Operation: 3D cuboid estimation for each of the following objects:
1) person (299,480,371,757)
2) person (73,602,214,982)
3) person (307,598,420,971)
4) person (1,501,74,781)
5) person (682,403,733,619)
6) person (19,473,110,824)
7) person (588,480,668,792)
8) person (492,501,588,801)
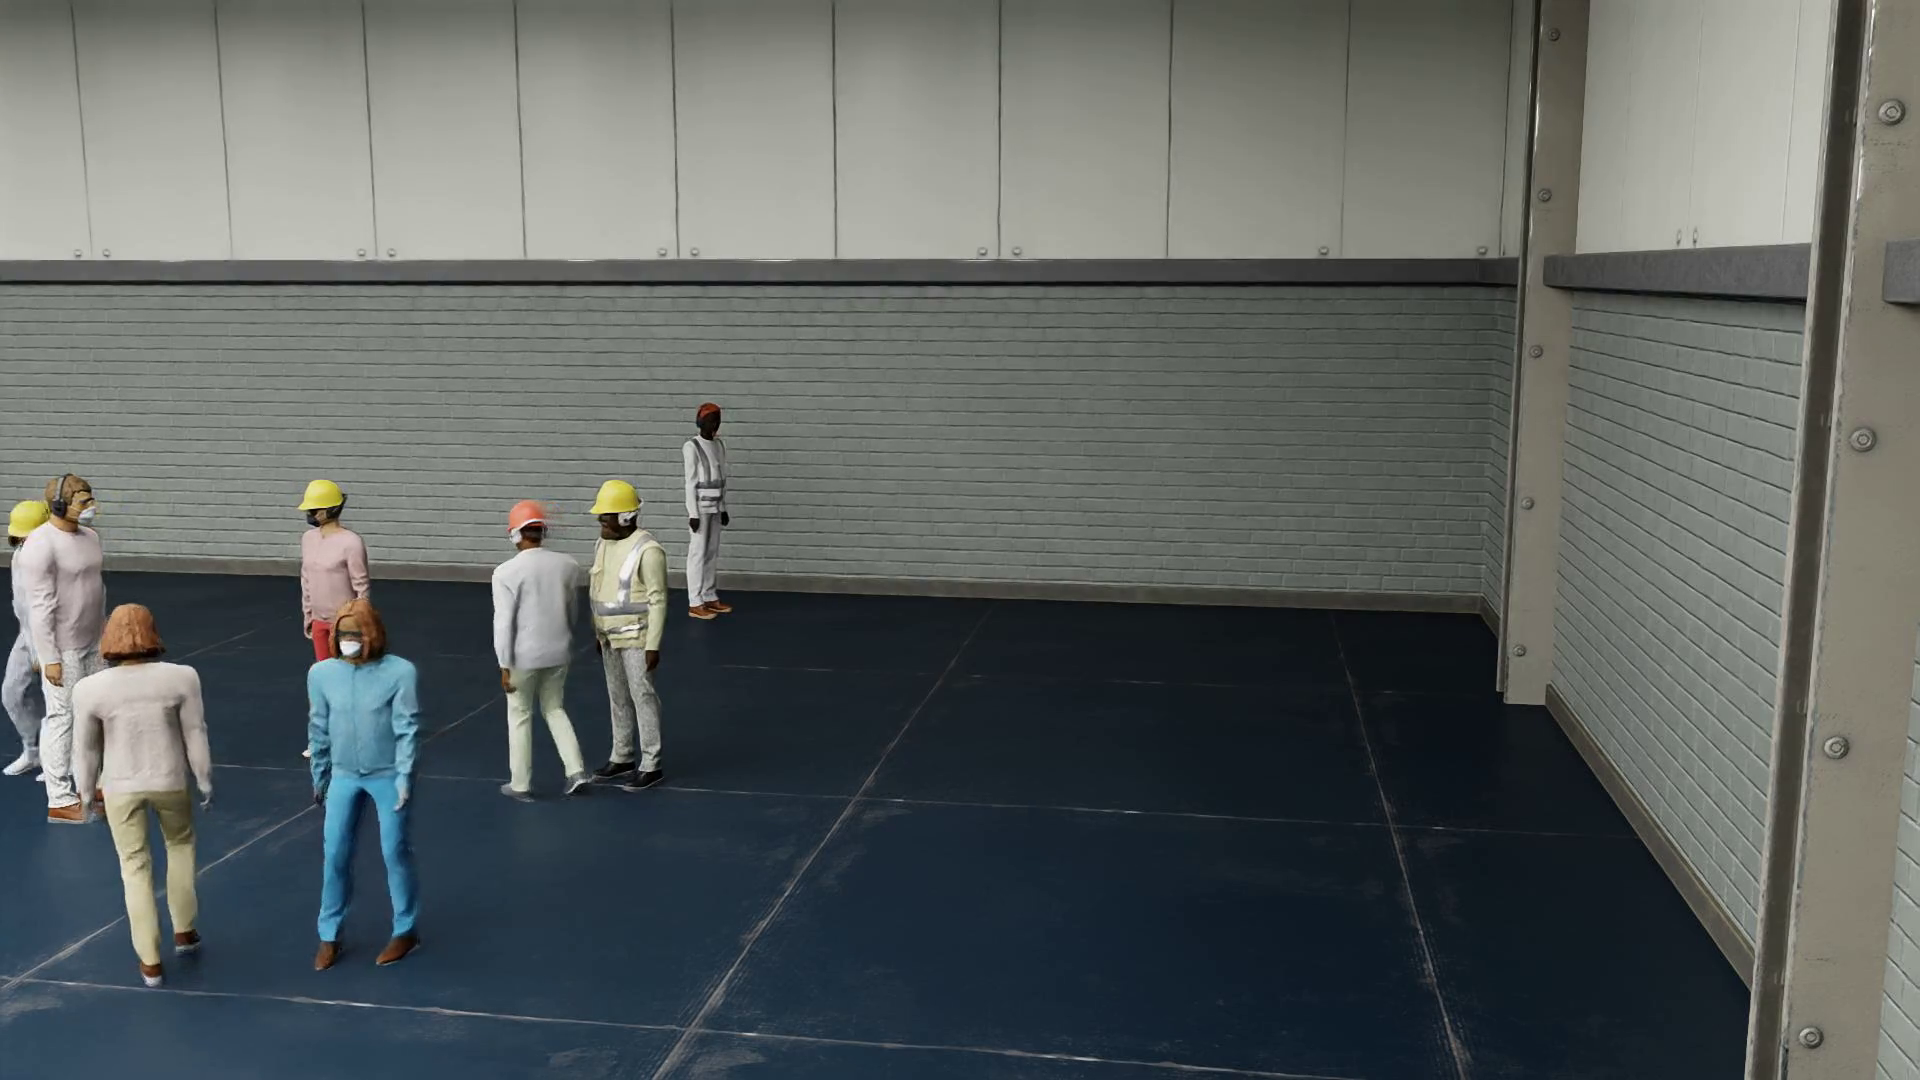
[{"bbox_3d":[-3.862,0.500,10.268,0.526,1.765,0.329,5,10,28],"label":"person"},{"bbox_3d":[-3.525,1.067,7.196,0.522,1.613,0.557,-5,10,-26],"label":"person"},{"bbox_3d":[-2.601,1.057,7.265,0.507,1.622,0.355,0,9,-2],"label":"person"},{"bbox_3d":[-5.449,0.605,9.810,0.552,1.703,0.483,6,11,32],"label":"person"},{"bbox_3d":[-2.217,-0.263,14.608,0.361,1.882,0.575,4,10,22],"label":"person"},{"bbox_3d":[-4.901,0.592,9.201,0.369,1.933,0.627,0,9,2],"label":"person"},{"bbox_3d":[-1.956,0.554,9.727,0.597,1.828,0.403,9,13,44],"label":"person"},{"bbox_3d":[-2.418,0.643,9.510,0.577,1.725,0.487,-9,13,-44],"label":"person"}]
